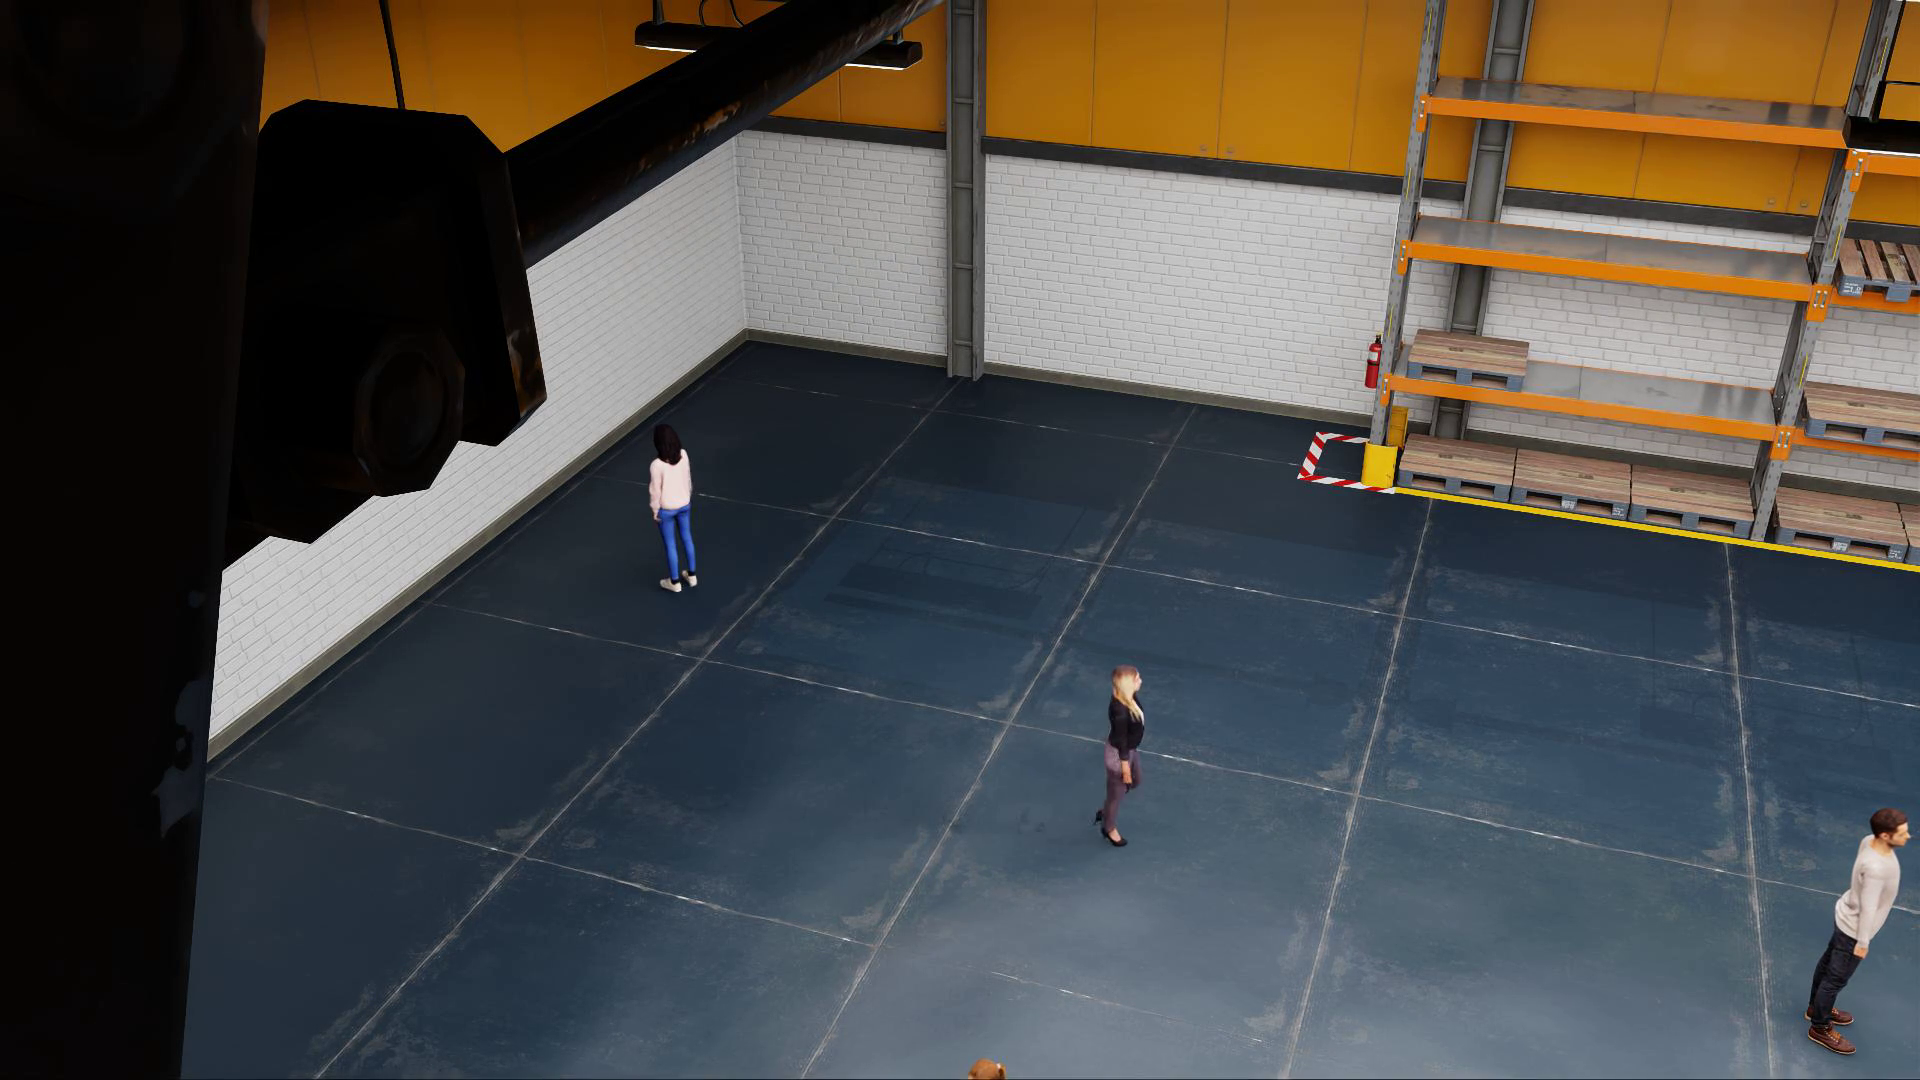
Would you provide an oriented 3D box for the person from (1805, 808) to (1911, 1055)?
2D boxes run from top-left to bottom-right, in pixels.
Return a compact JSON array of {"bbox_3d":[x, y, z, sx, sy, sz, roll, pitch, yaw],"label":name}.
[{"bbox_3d":[5.858,2.506,10.883,0.582,1.868,0.659,12,31,21],"label":"person"}]

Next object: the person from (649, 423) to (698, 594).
[{"bbox_3d":[-2.781,-0.320,16.166,0.724,1.770,0.706,-24,37,-37],"label":"person"}]

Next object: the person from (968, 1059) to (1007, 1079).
[{"bbox_3d":[0.151,3.499,9.646,0.539,1.310,0.645,22,36,35],"label":"person"}]

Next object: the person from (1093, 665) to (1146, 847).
[{"bbox_3d":[1.140,1.648,12.670,0.649,1.664,0.664,4,29,7],"label":"person"}]
